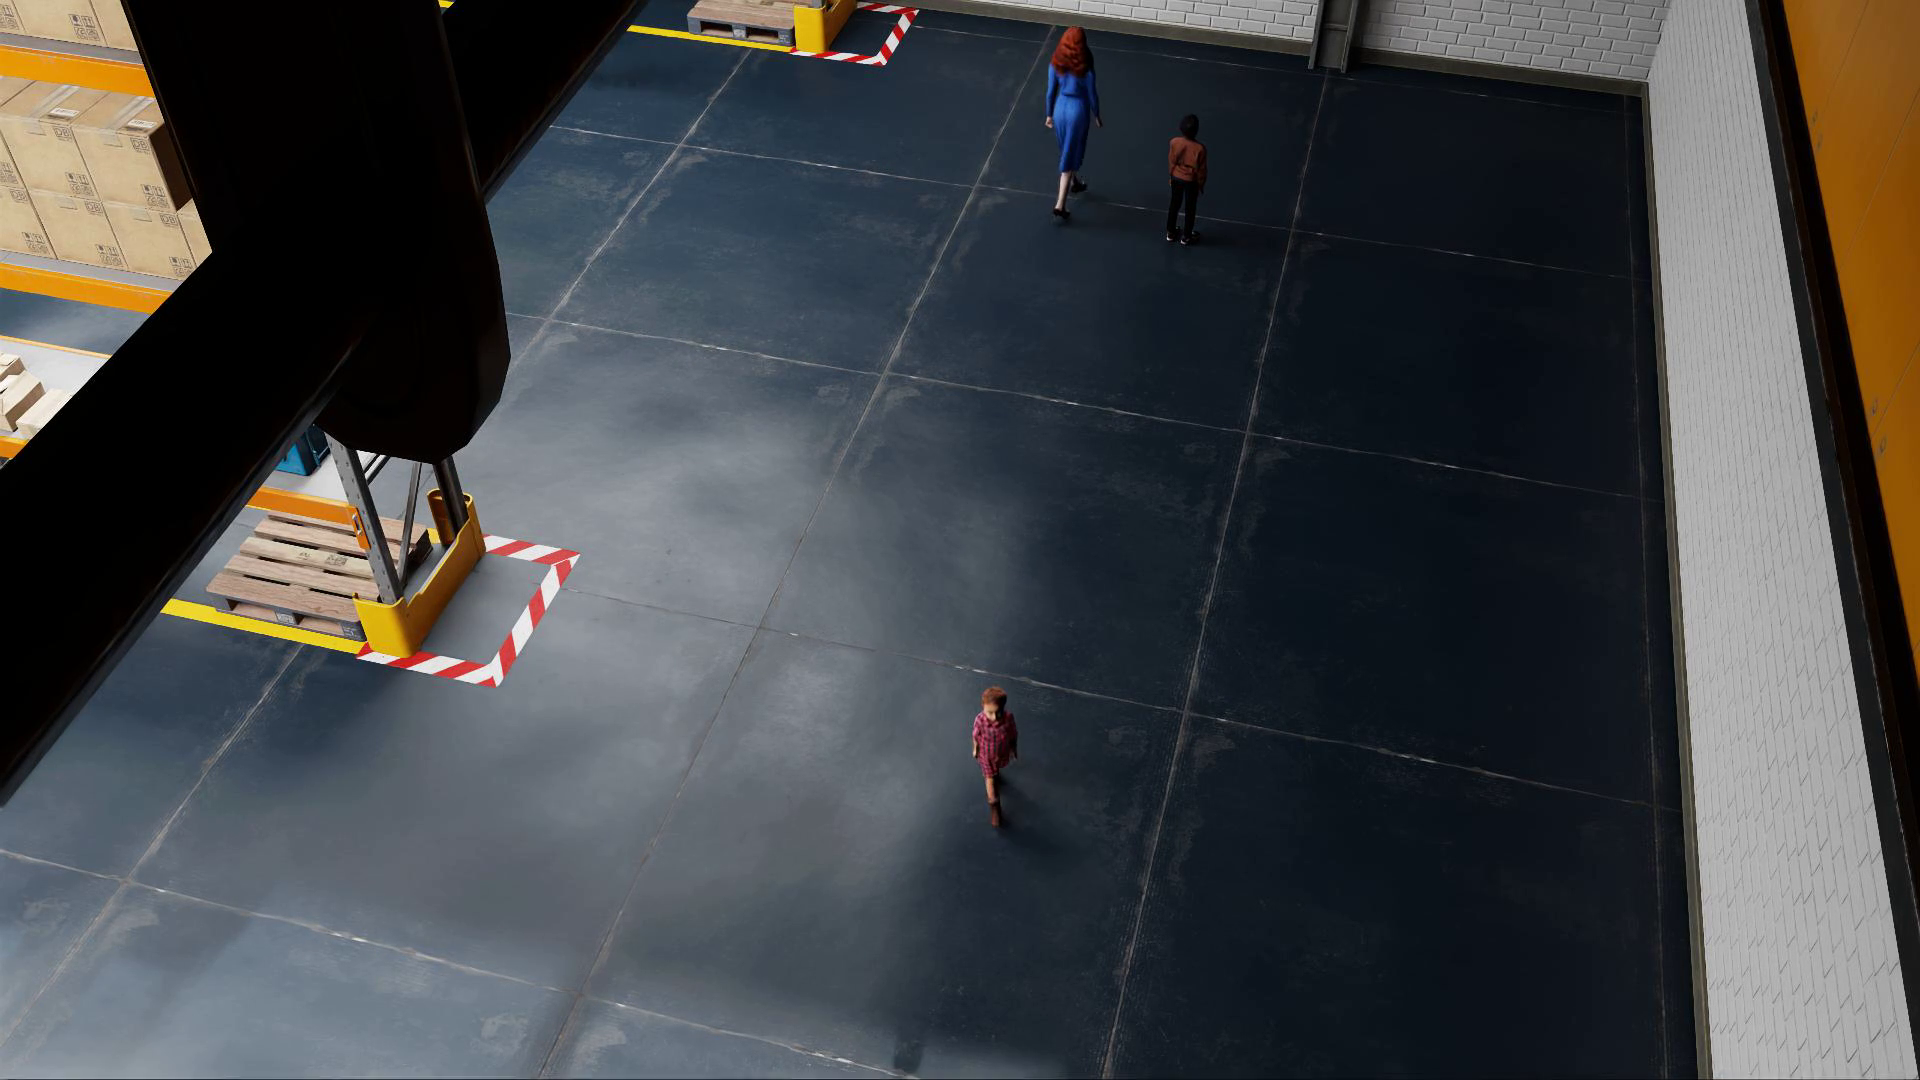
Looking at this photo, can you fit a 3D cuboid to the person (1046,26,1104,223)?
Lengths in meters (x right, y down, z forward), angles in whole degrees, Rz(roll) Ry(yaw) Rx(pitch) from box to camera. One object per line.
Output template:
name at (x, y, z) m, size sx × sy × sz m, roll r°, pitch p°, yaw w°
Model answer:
person at (0.951, -3.662, 14.809) m, size 0.923 × 1.807 × 0.865 m, roll 26°, pitch 49°, yaw 25°

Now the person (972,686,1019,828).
person at (0.221, 1.241, 10.238) m, size 0.722 × 1.013 × 0.640 m, roll -4°, pitch 44°, yaw -4°

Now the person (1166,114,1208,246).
person at (1.996, -3.199, 14.723) m, size 0.498 × 1.255 × 0.632 m, roll 23°, pitch 48°, yaw 22°
